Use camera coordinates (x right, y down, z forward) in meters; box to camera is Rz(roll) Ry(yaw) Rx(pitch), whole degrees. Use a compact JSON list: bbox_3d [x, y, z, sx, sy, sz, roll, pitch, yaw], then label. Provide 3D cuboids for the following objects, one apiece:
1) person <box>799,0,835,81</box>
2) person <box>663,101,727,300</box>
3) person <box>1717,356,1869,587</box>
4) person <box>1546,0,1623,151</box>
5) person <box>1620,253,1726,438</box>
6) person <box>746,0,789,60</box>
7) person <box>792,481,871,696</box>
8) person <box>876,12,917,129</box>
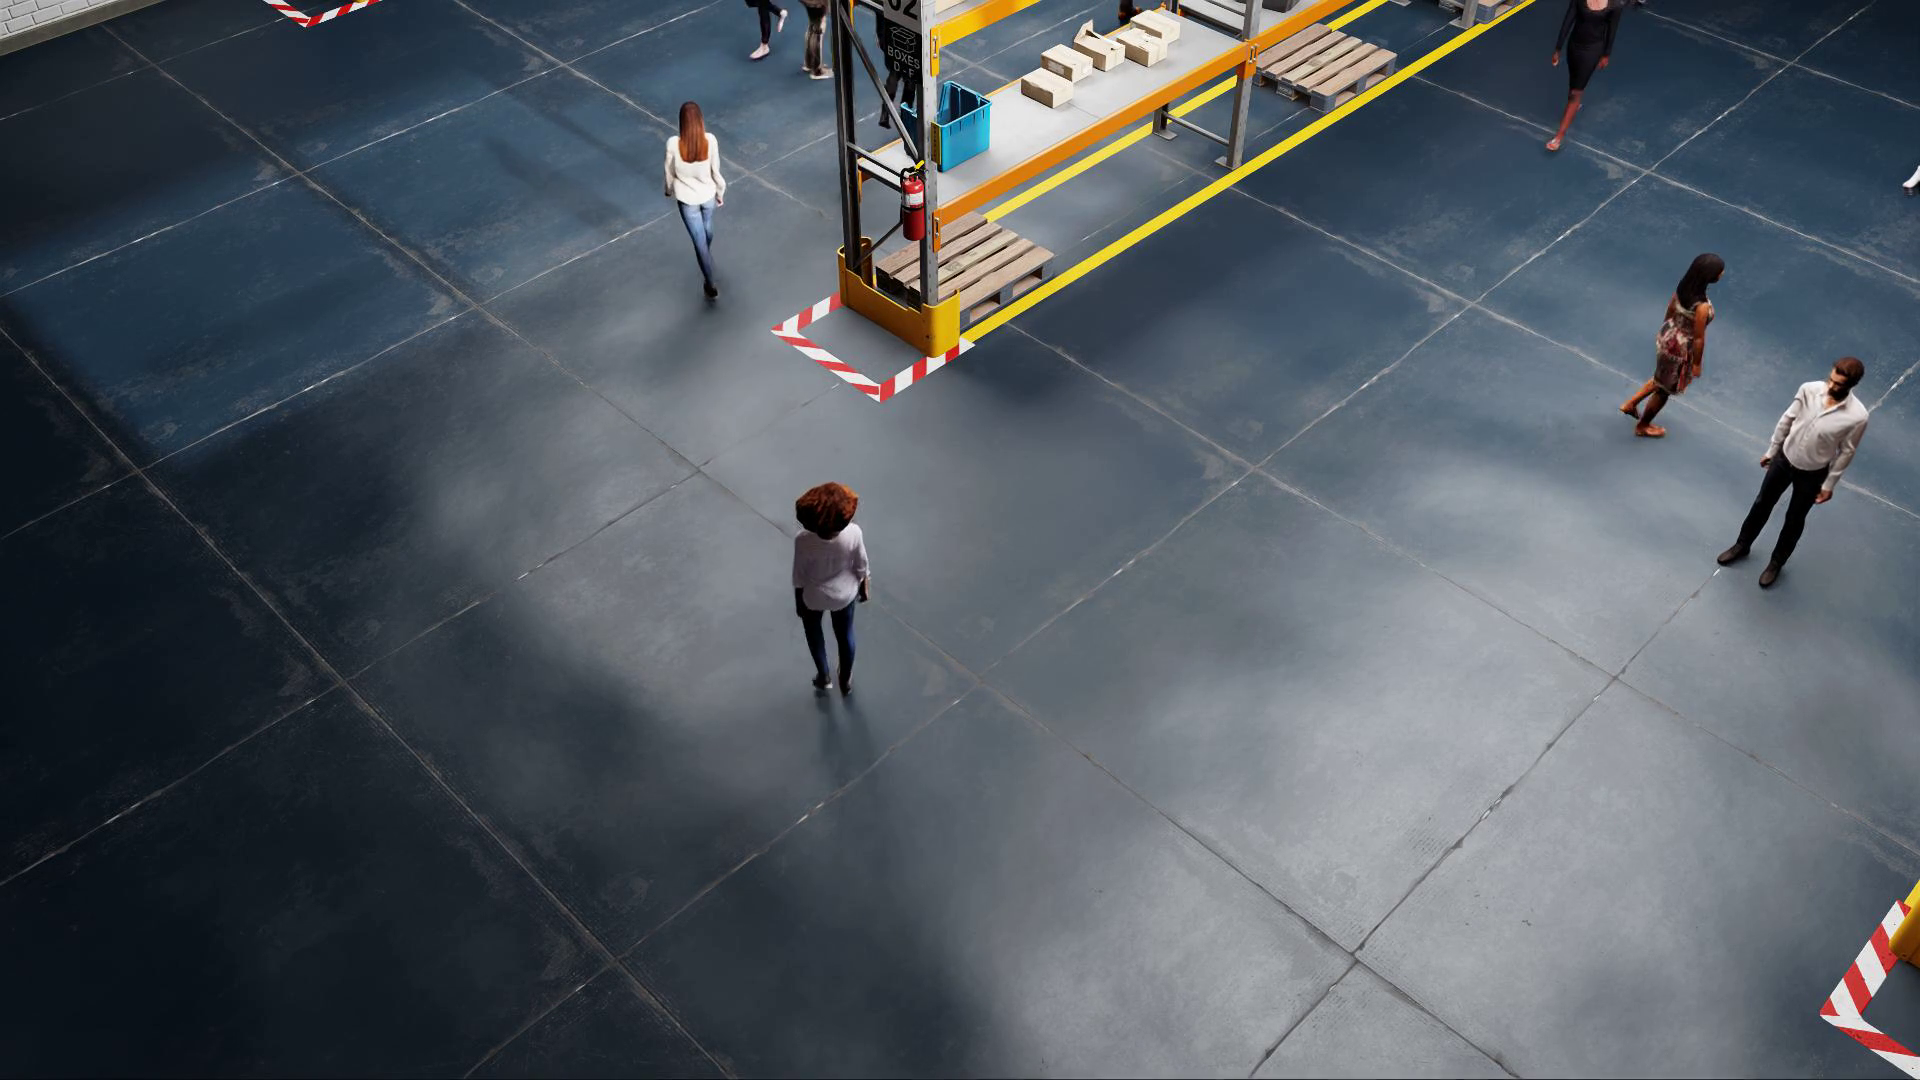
[{"bbox_3d":[-1.500,-5.362,16.448,0.651,1.652,0.685,-17,46,-17],"label":"person"},{"bbox_3d":[-2.157,-2.771,13.731,1.136,1.649,0.996,-14,45,-14],"label":"person"},{"bbox_3d":[5.658,-0.495,11.183,0.547,1.867,0.673,-31,52,-28],"label":"person"},{"bbox_3d":[5.879,-4.598,15.635,0.765,1.668,1.249,26,50,25],"label":"person"},{"bbox_3d":[5.226,-1.419,12.323,0.860,1.634,0.795,2,44,2],"label":"person"},{"bbox_3d":[-1.950,-5.766,16.811,0.589,1.736,0.843,31,52,28],"label":"person"},{"bbox_3d":[-0.802,0.371,10.395,0.754,1.702,0.840,-9,44,-9],"label":"person"},{"bbox_3d":[-0.589,-4.610,15.498,0.819,1.874,0.893,21,48,21],"label":"person"}]
